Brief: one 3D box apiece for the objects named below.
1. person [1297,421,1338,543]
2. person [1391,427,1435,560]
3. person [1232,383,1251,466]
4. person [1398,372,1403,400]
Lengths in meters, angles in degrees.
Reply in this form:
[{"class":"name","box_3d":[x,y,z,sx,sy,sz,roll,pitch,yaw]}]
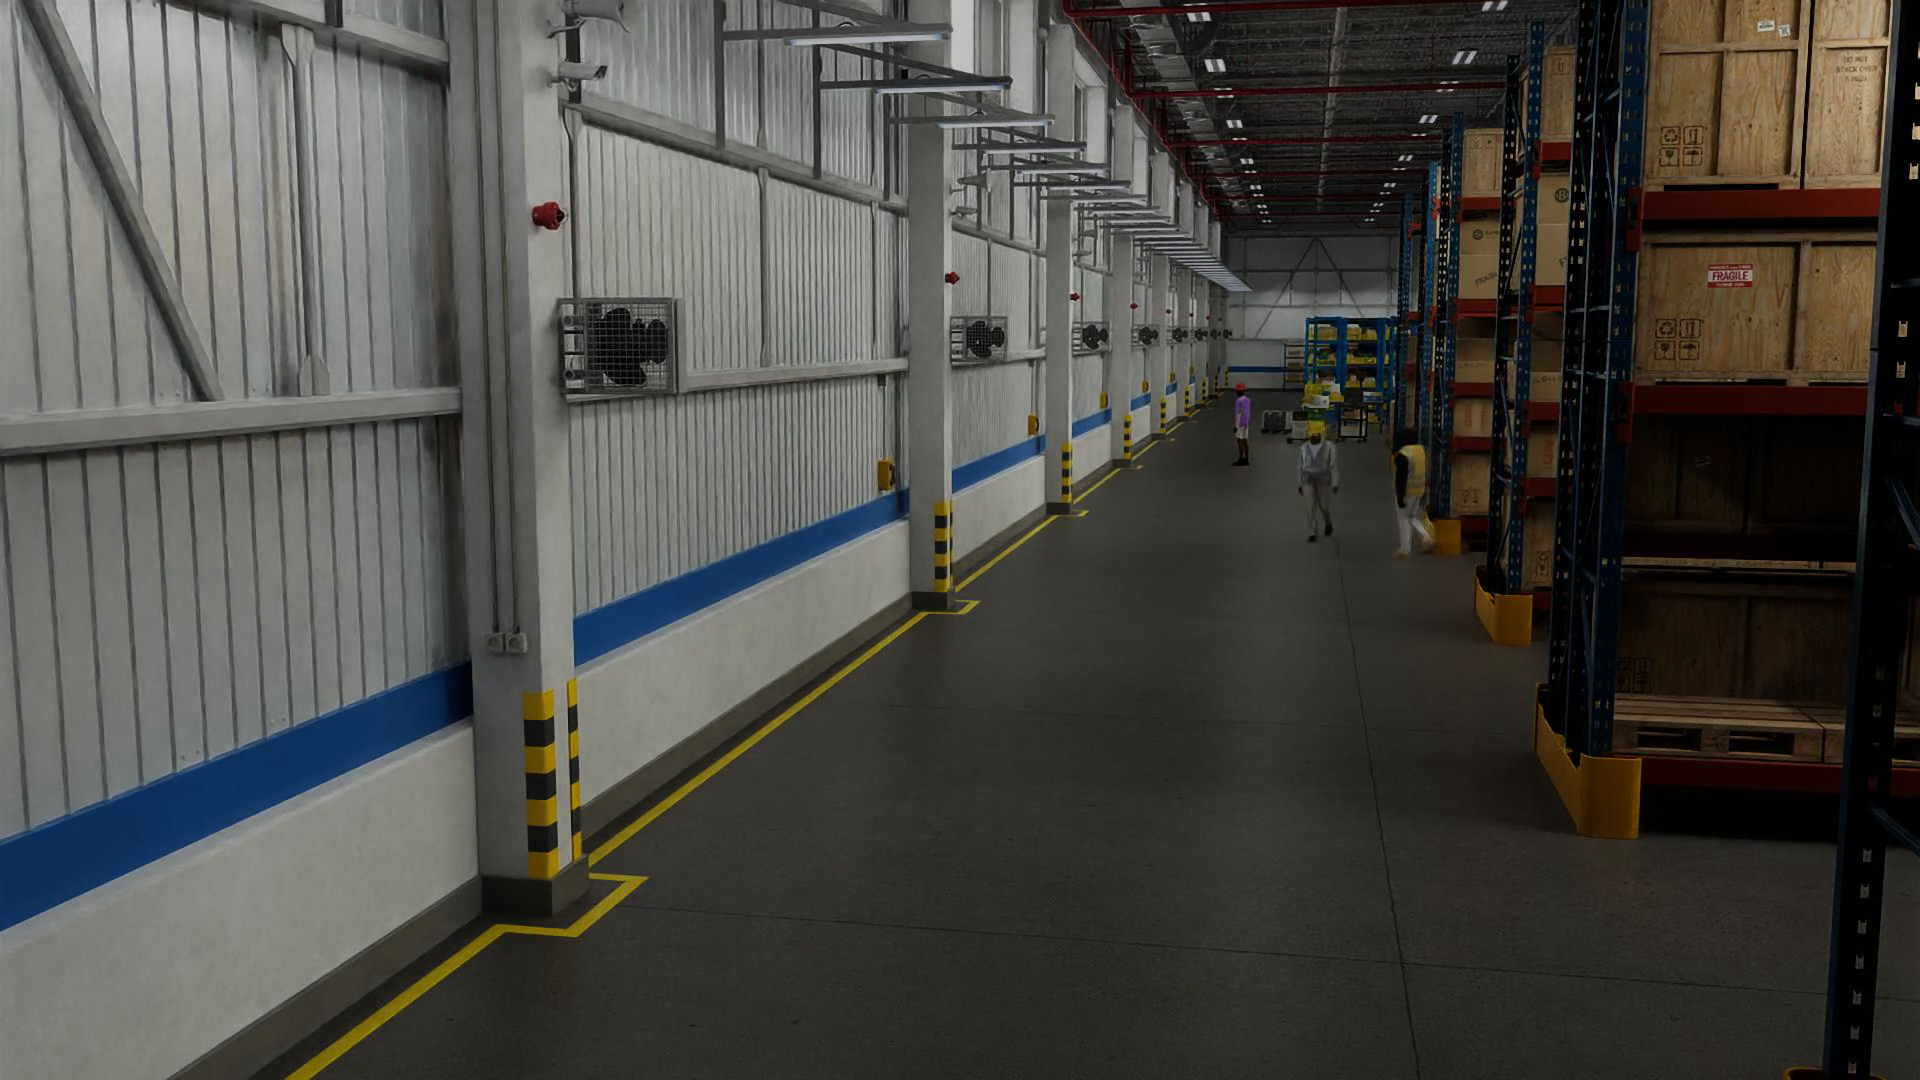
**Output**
[{"class":"person","box_3d":[5.293,-0.864,24.587,0.619,1.803,0.584,4,8,29]},{"class":"person","box_3d":[6.116,-0.620,22.582,0.648,1.821,0.519,-7,10,-43]},{"class":"person","box_3d":[6.517,-2.683,38.624,0.371,1.933,0.551,6,9,40]},{"class":"person","box_3d":[15.892,-5.253,59.615,0.598,1.828,0.403,-1,7,-9]}]
